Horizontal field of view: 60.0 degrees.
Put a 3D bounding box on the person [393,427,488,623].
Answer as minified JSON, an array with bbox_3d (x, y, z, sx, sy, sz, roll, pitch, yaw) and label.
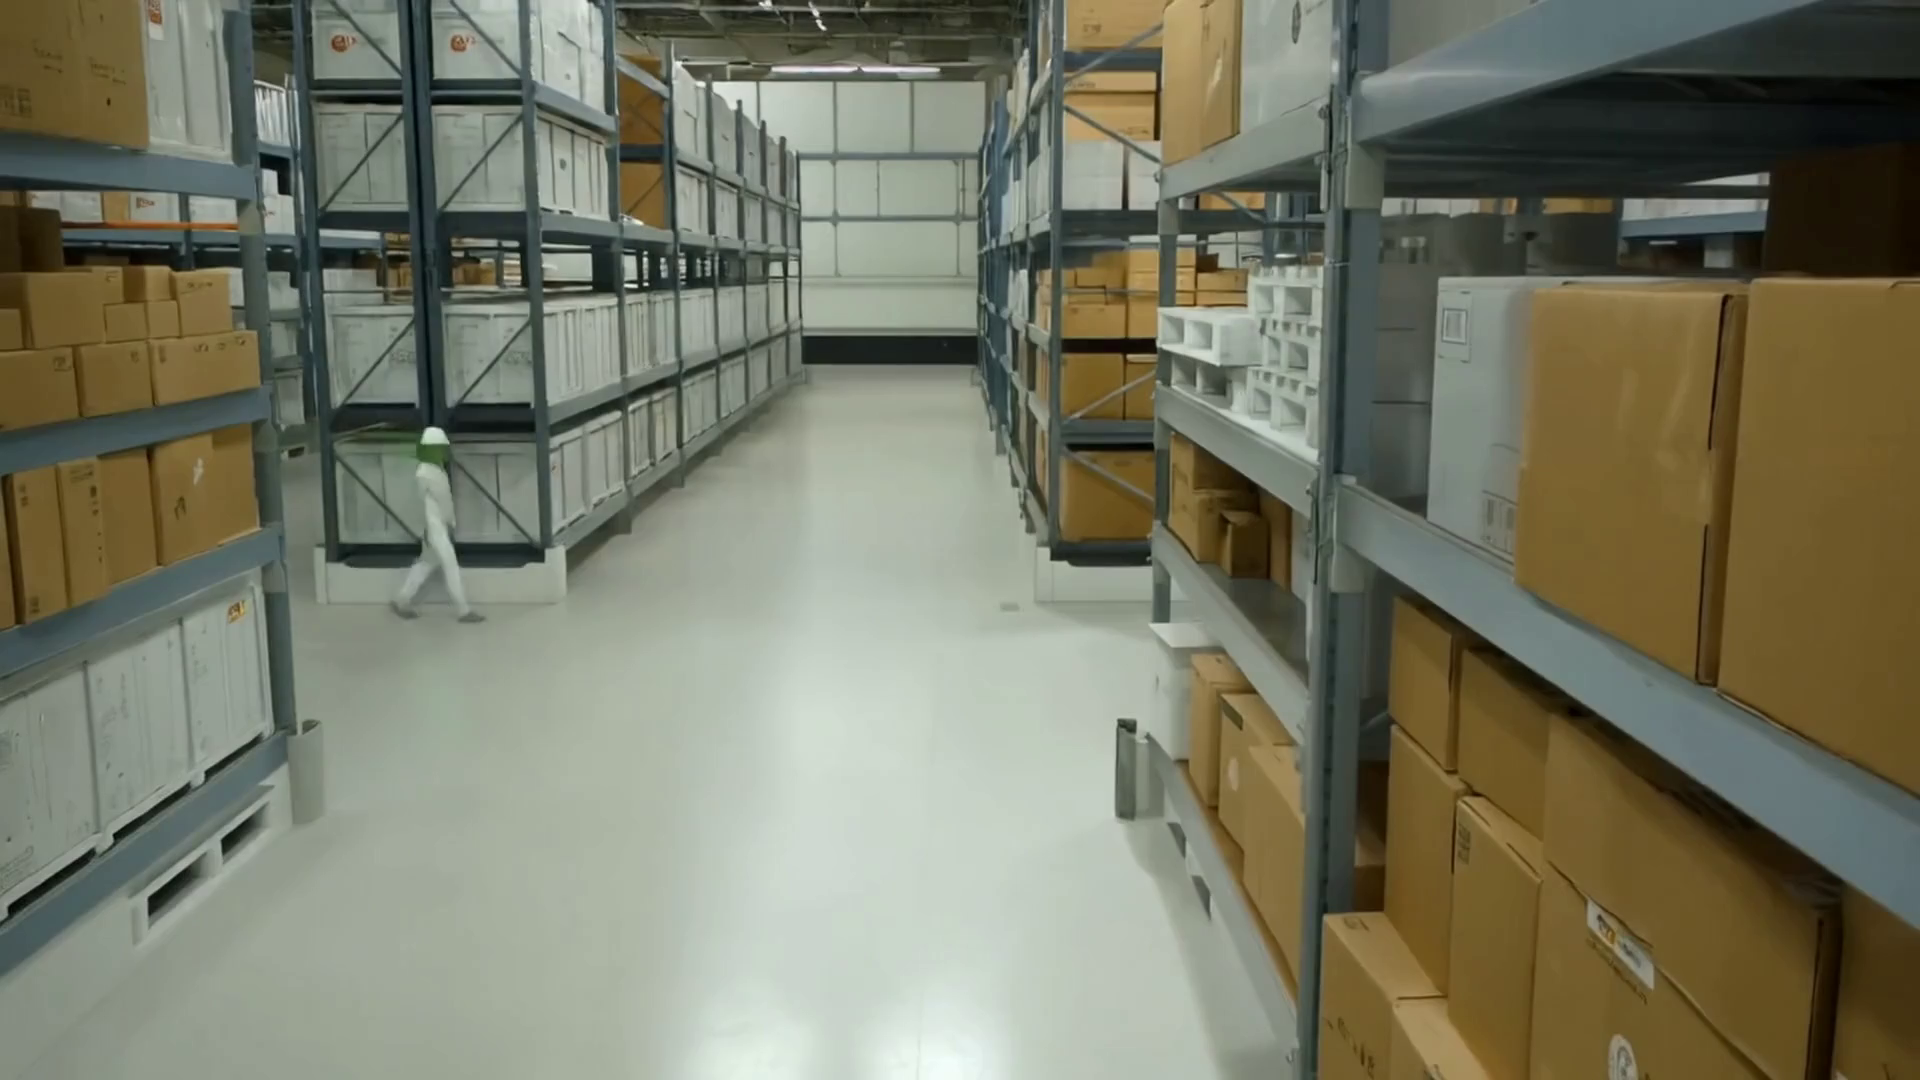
[{"bbox_3d":[-4.520,-0.130,14.255,0.876,1.701,0.497,1,9,5],"label":"person"}]
